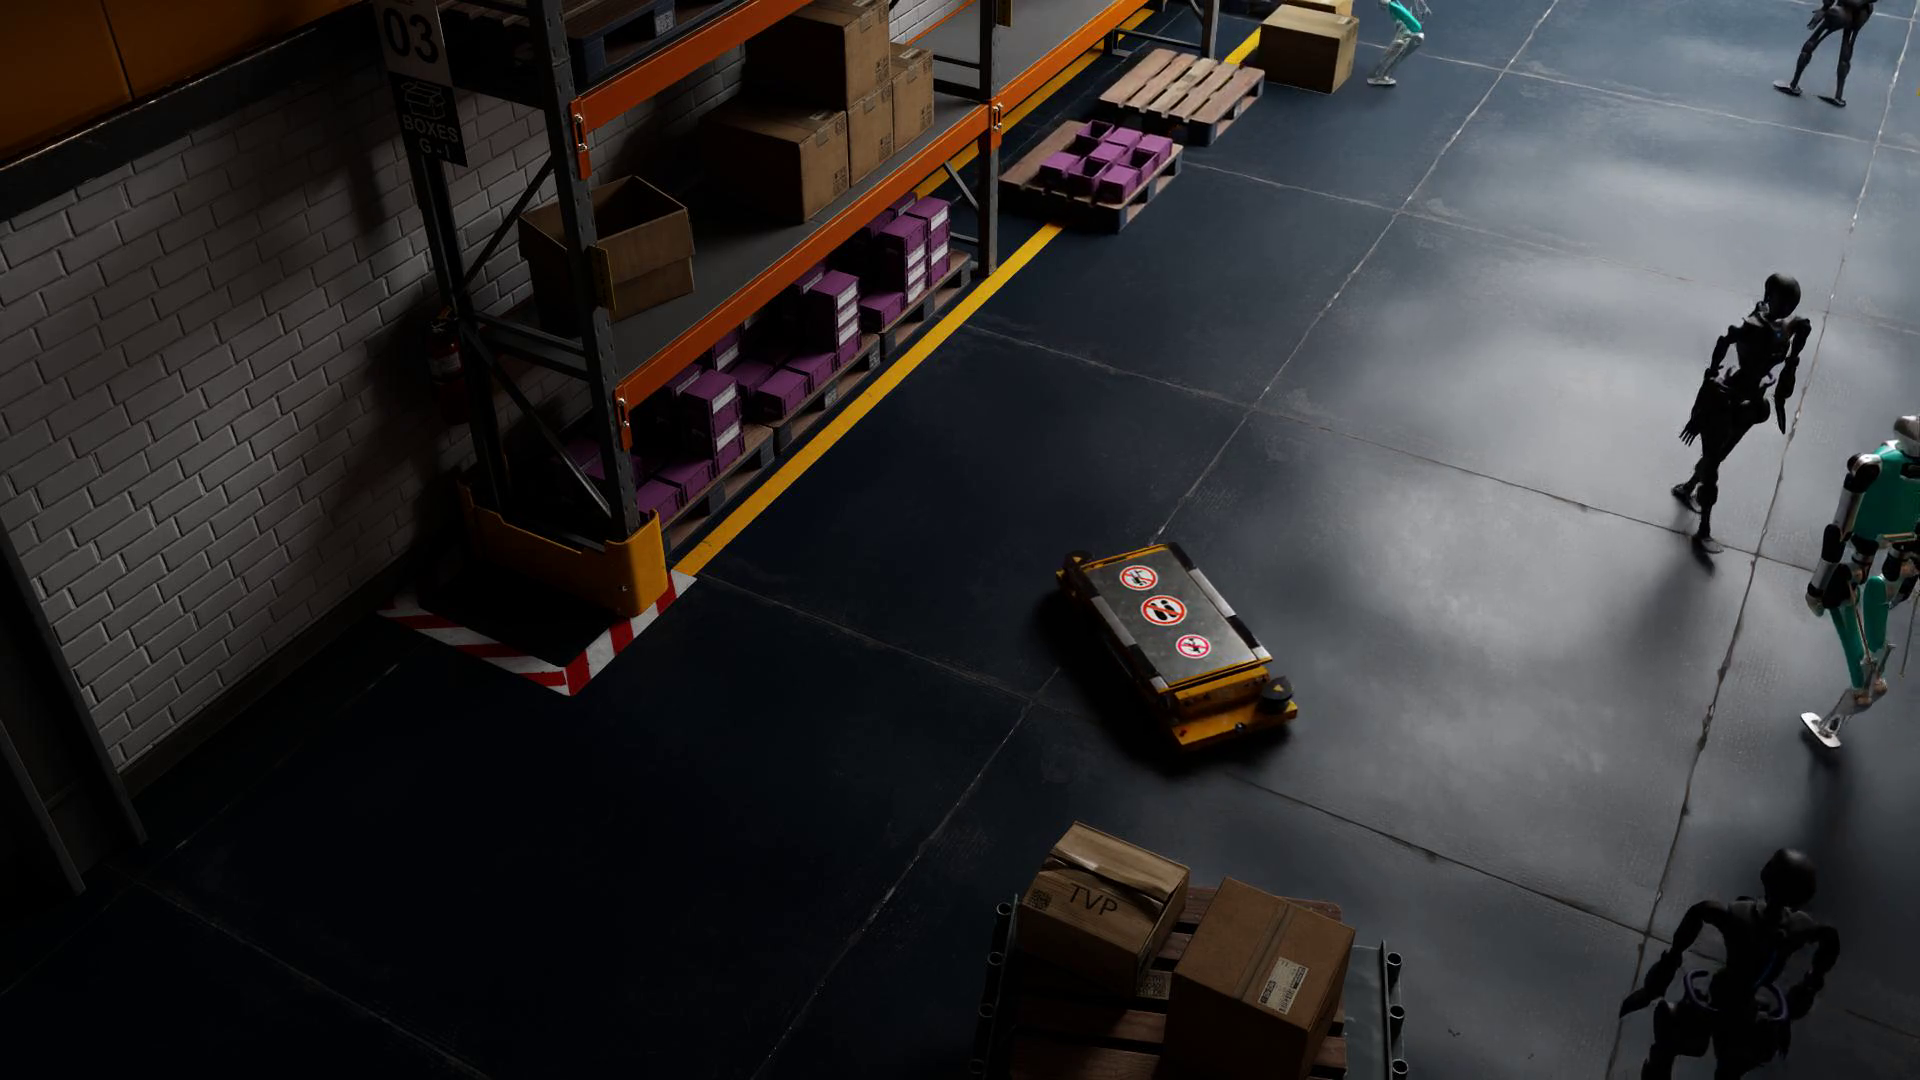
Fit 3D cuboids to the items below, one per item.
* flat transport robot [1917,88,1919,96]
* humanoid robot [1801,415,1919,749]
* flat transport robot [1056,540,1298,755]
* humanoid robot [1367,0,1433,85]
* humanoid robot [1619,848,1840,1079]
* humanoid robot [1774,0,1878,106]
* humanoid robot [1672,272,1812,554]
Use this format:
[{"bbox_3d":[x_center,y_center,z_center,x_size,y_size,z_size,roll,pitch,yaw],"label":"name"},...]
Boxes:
[{"bbox_3d":[8.767,-4.011,14.234,0.659,0.231,1.431,28,46,30],"label":"flat transport robot"},{"bbox_3d":[4.256,0.351,7.670,0.537,1.869,0.733,-6,39,-7],"label":"humanoid robot"},{"bbox_3d":[1.092,0.494,8.602,0.659,0.231,1.431,-15,41,-17],"label":"flat transport robot"},{"bbox_3d":[3.700,-4.611,13.809,0.670,1.802,0.553,4,39,6],"label":"humanoid robot"},{"bbox_3d":[2.713,1.746,5.932,0.589,1.634,0.687,6,39,8],"label":"humanoid robot"},{"bbox_3d":[7.249,-4.417,13.622,0.601,1.638,0.594,-19,42,-22],"label":"humanoid robot"},{"bbox_3d":[4.246,-0.722,9.017,0.589,1.630,0.691,-8,39,-10],"label":"humanoid robot"}]
